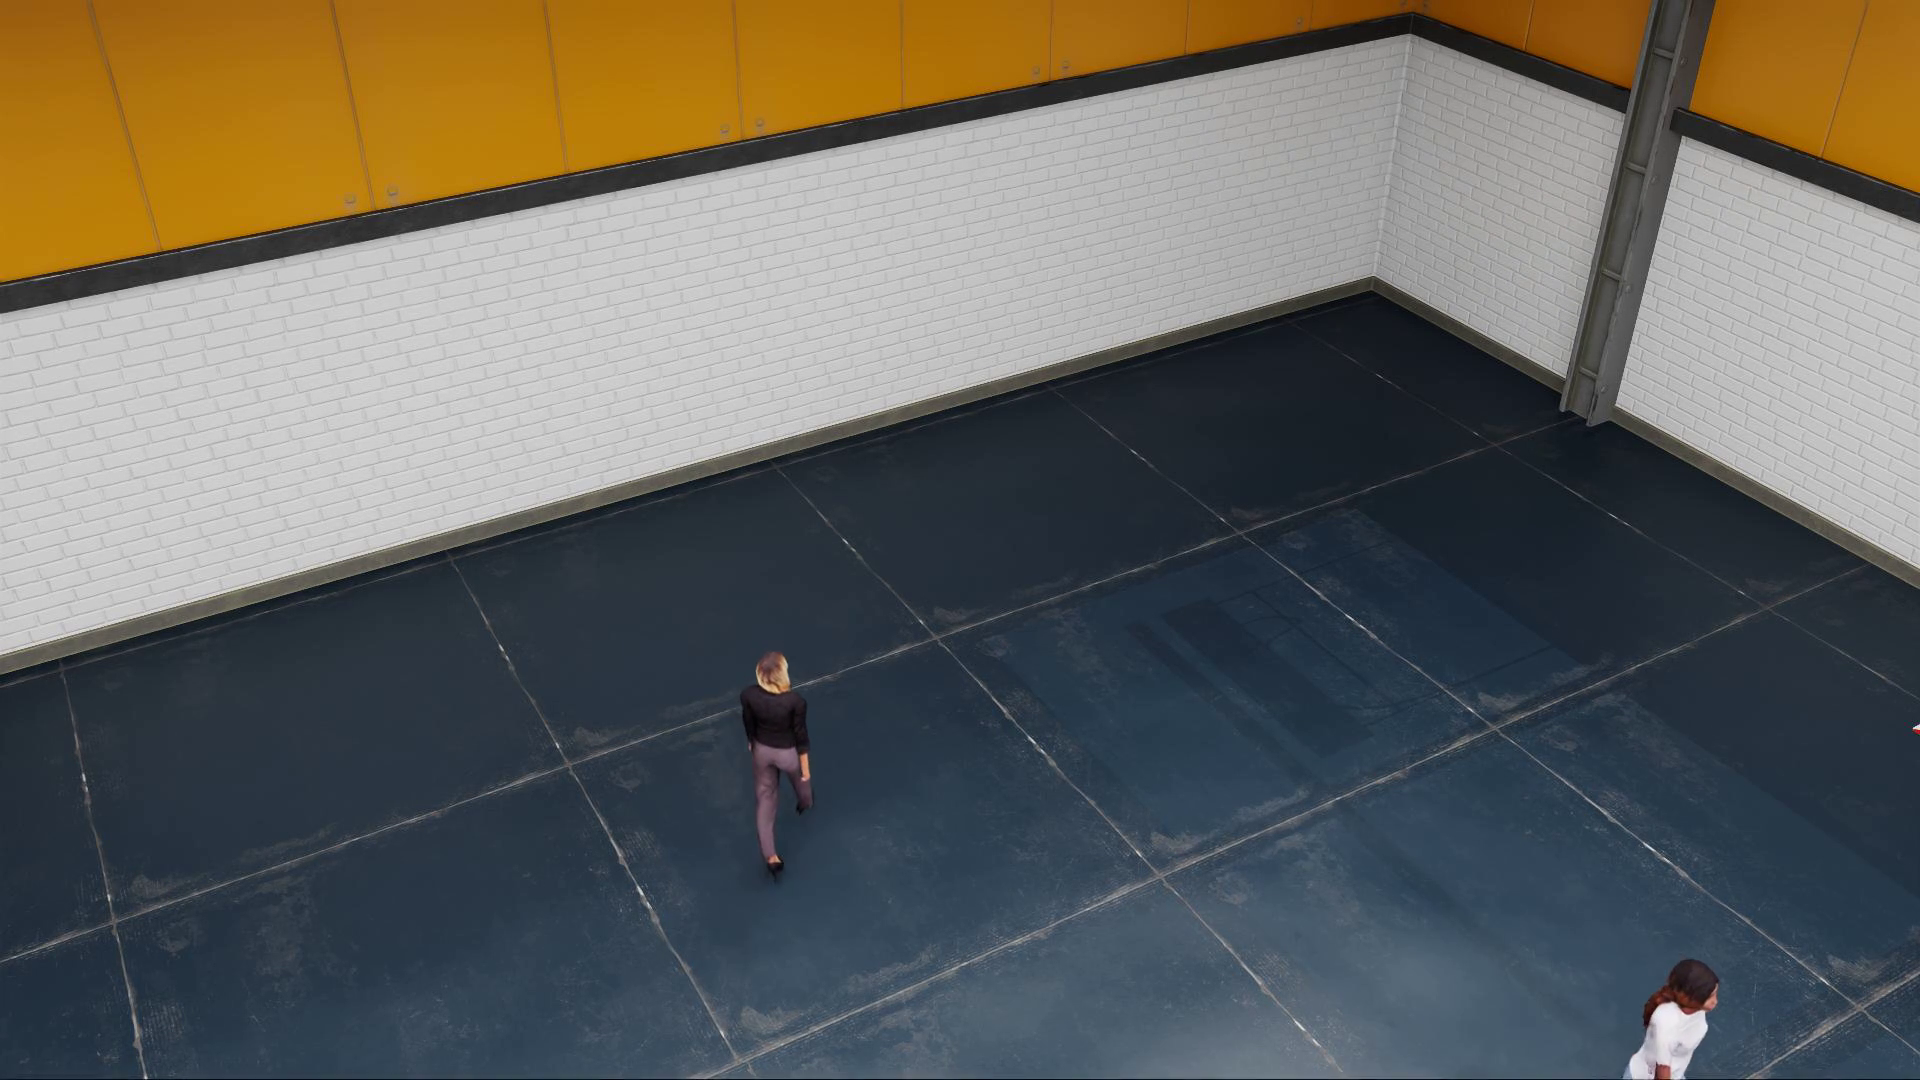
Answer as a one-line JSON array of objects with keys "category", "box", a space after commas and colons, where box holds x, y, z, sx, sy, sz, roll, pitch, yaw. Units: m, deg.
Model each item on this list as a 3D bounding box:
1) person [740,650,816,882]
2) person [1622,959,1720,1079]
[{"category": "person", "box": [-1.183, 1.467, 10.545, 1.007, 1.633, 1.109, 6, 34, 9]}, {"category": "person", "box": [3.488, 2.759, 8.560, 0.774, 1.678, 1.167, -27, 42, -35]}]
